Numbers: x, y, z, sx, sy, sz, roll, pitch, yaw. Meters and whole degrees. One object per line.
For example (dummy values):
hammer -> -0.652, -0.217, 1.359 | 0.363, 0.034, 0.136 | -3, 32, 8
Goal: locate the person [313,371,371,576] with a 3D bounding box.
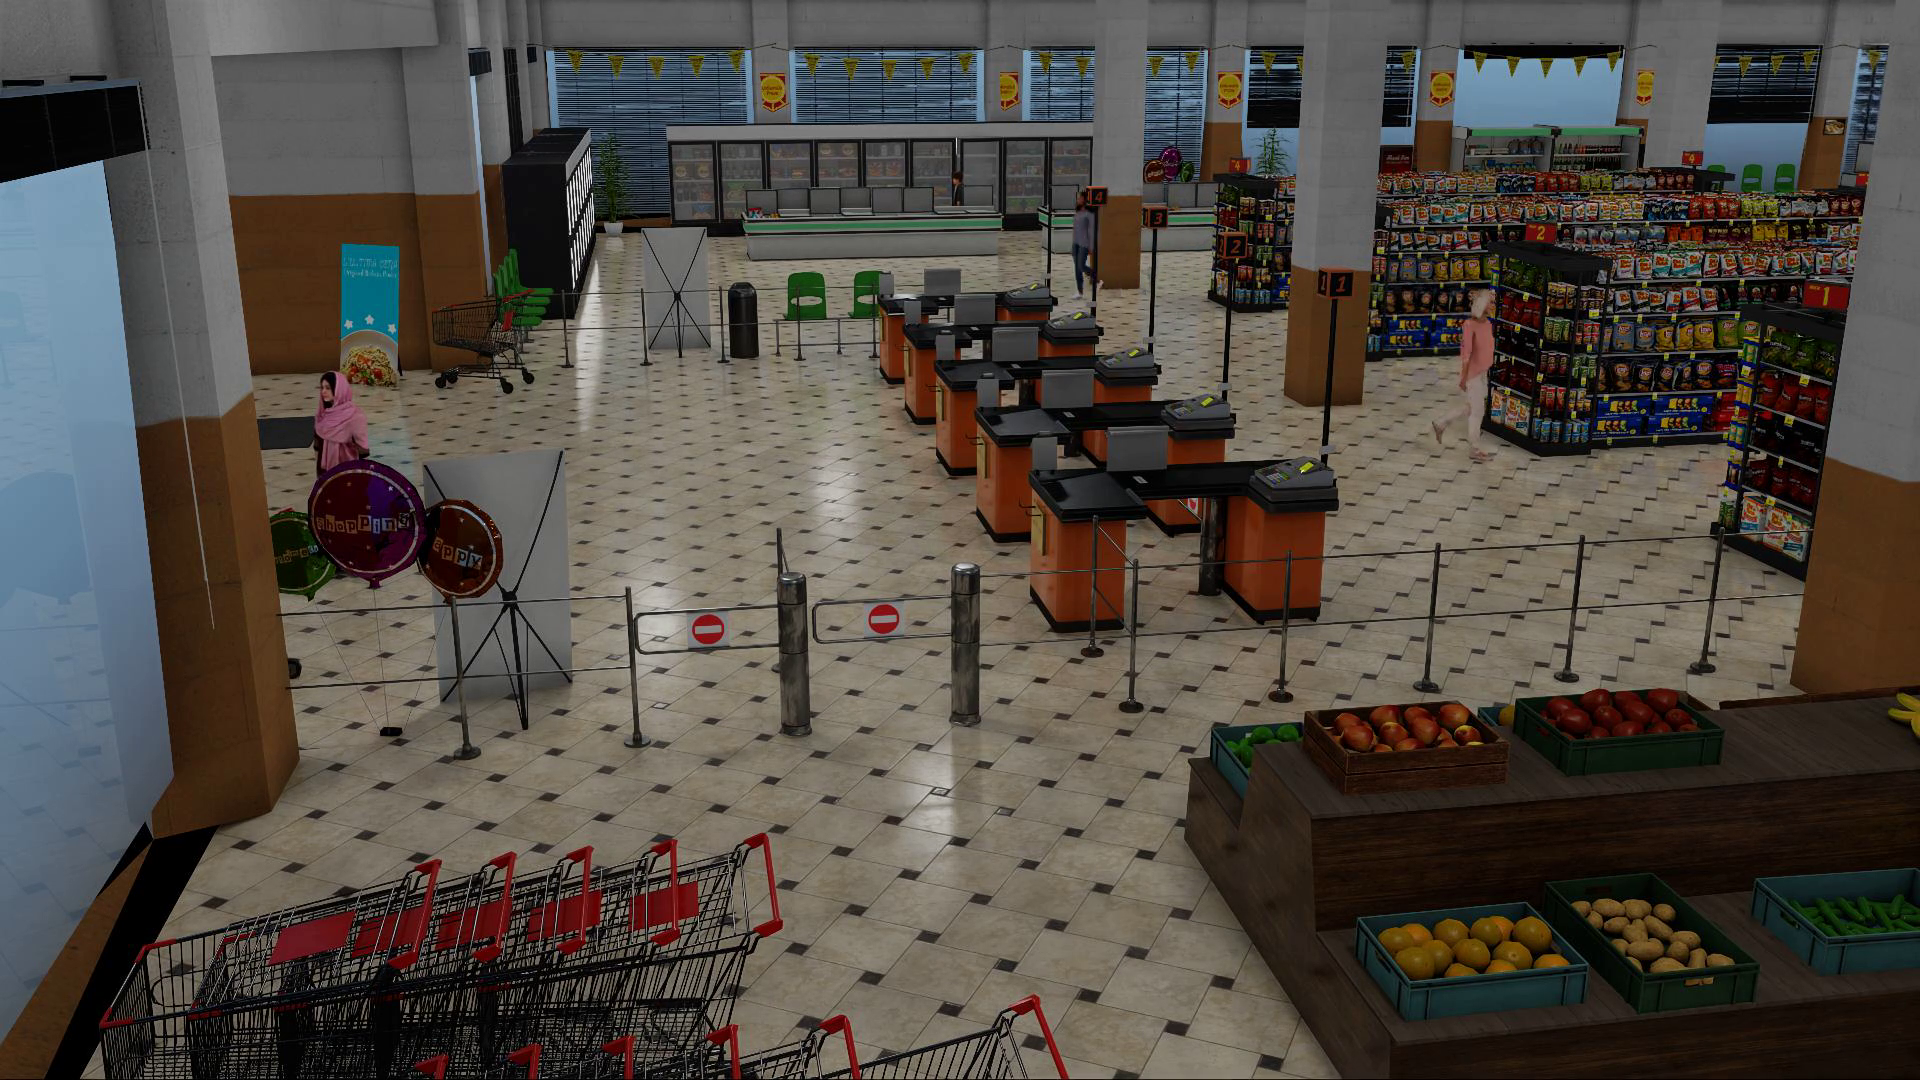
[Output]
person -> -4.852, -0.530, 13.091 | 0.701, 1.639, 0.815 | 5, 18, 17

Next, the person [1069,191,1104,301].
person -> 2.041, -4.739, 26.806 | 0.900, 1.724, 0.762 | -9, 19, -28

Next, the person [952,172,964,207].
person -> -0.013, -6.796, 34.059 | 0.563, 1.446, 0.569 | 1, 17, 2

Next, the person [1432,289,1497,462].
person -> 5.102, -1.667, 16.727 | 1.000, 1.703, 0.996 | -16, 23, -41
